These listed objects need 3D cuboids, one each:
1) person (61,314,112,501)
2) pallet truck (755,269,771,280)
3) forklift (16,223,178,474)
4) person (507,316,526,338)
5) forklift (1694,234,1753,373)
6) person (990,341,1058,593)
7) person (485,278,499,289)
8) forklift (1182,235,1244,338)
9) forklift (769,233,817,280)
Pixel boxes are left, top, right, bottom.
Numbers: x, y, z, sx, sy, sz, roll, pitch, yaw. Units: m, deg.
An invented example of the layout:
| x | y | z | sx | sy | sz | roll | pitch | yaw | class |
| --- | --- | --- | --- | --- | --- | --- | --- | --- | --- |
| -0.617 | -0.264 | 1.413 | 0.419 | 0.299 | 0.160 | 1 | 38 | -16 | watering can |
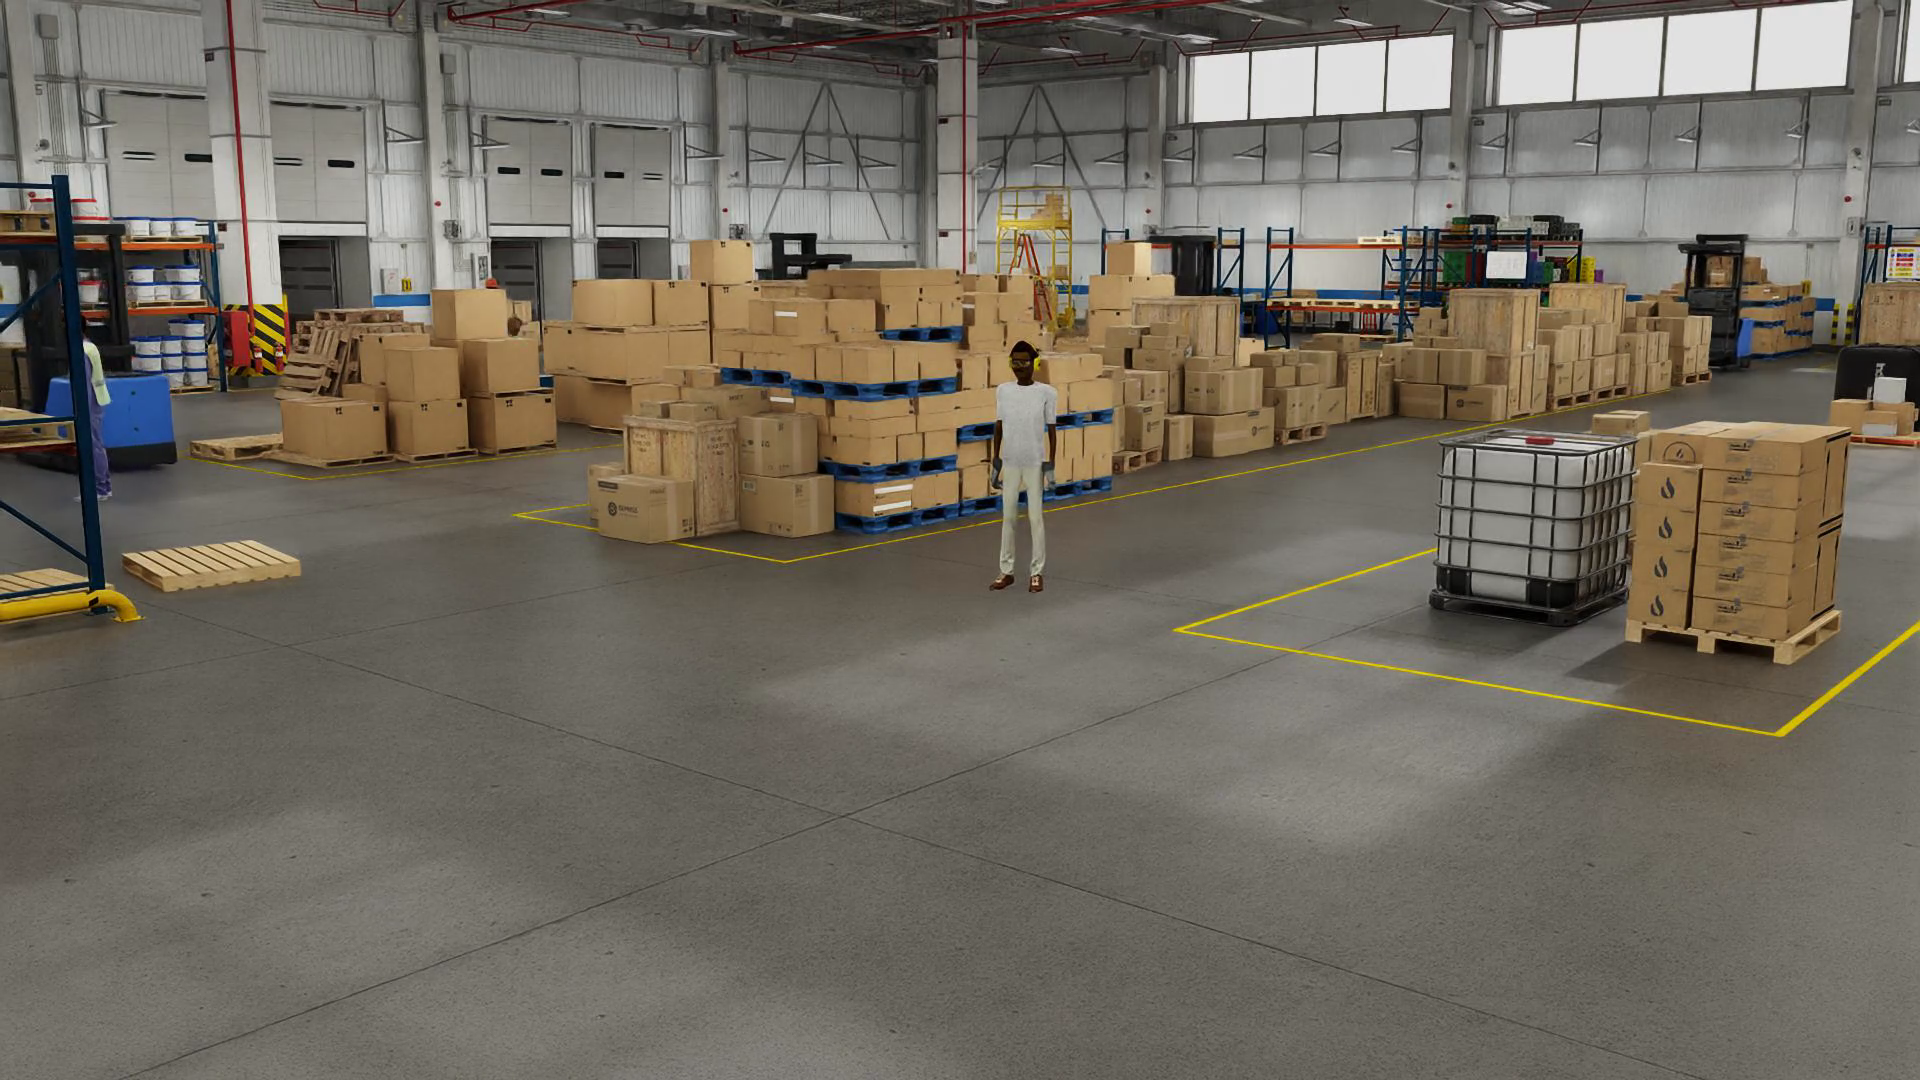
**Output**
| x | y | z | sx | sy | sz | roll | pitch | yaw | class |
| --- | --- | --- | --- | --- | --- | --- | --- | --- | --- |
| -8.834 | -1.350 | 16.857 | 0.406 | 1.910 | 0.590 | -4 | 11 | -24 | person |
| -4.996 | -6.432 | 45.525 | 1.885 | 1.965 | 0.823 | -6 | 12 | -32 | pallet truck |
| -10.074 | -2.254 | 19.228 | 1.873 | 2.768 | 1.129 | 8 | 13 | 40 | forklift |
| -6.104 | -2.236 | 22.674 | 0.506 | 1.623 | 0.530 | 8 | 13 | 39 | person |
| 15.654 | -4.919 | 34.396 | 1.129 | 2.768 | 1.873 | 8 | 13 | 40 | forklift |
| 0.469 | -0.540 | 12.339 | 0.520 | 1.874 | 0.327 | 4 | 11 | 19 | person |
| -9.518 | -4.356 | 33.874 | 0.366 | 1.939 | 0.542 | 4 | 11 | 20 | person |
| 5.355 | -5.431 | 37.313 | 1.873 | 2.768 | 1.129 | 8 | 13 | 40 | forklift |
| -3.099 | -4.334 | 31.069 | 1.873 | 2.768 | 1.129 | 8 | 13 | 40 | forklift |
